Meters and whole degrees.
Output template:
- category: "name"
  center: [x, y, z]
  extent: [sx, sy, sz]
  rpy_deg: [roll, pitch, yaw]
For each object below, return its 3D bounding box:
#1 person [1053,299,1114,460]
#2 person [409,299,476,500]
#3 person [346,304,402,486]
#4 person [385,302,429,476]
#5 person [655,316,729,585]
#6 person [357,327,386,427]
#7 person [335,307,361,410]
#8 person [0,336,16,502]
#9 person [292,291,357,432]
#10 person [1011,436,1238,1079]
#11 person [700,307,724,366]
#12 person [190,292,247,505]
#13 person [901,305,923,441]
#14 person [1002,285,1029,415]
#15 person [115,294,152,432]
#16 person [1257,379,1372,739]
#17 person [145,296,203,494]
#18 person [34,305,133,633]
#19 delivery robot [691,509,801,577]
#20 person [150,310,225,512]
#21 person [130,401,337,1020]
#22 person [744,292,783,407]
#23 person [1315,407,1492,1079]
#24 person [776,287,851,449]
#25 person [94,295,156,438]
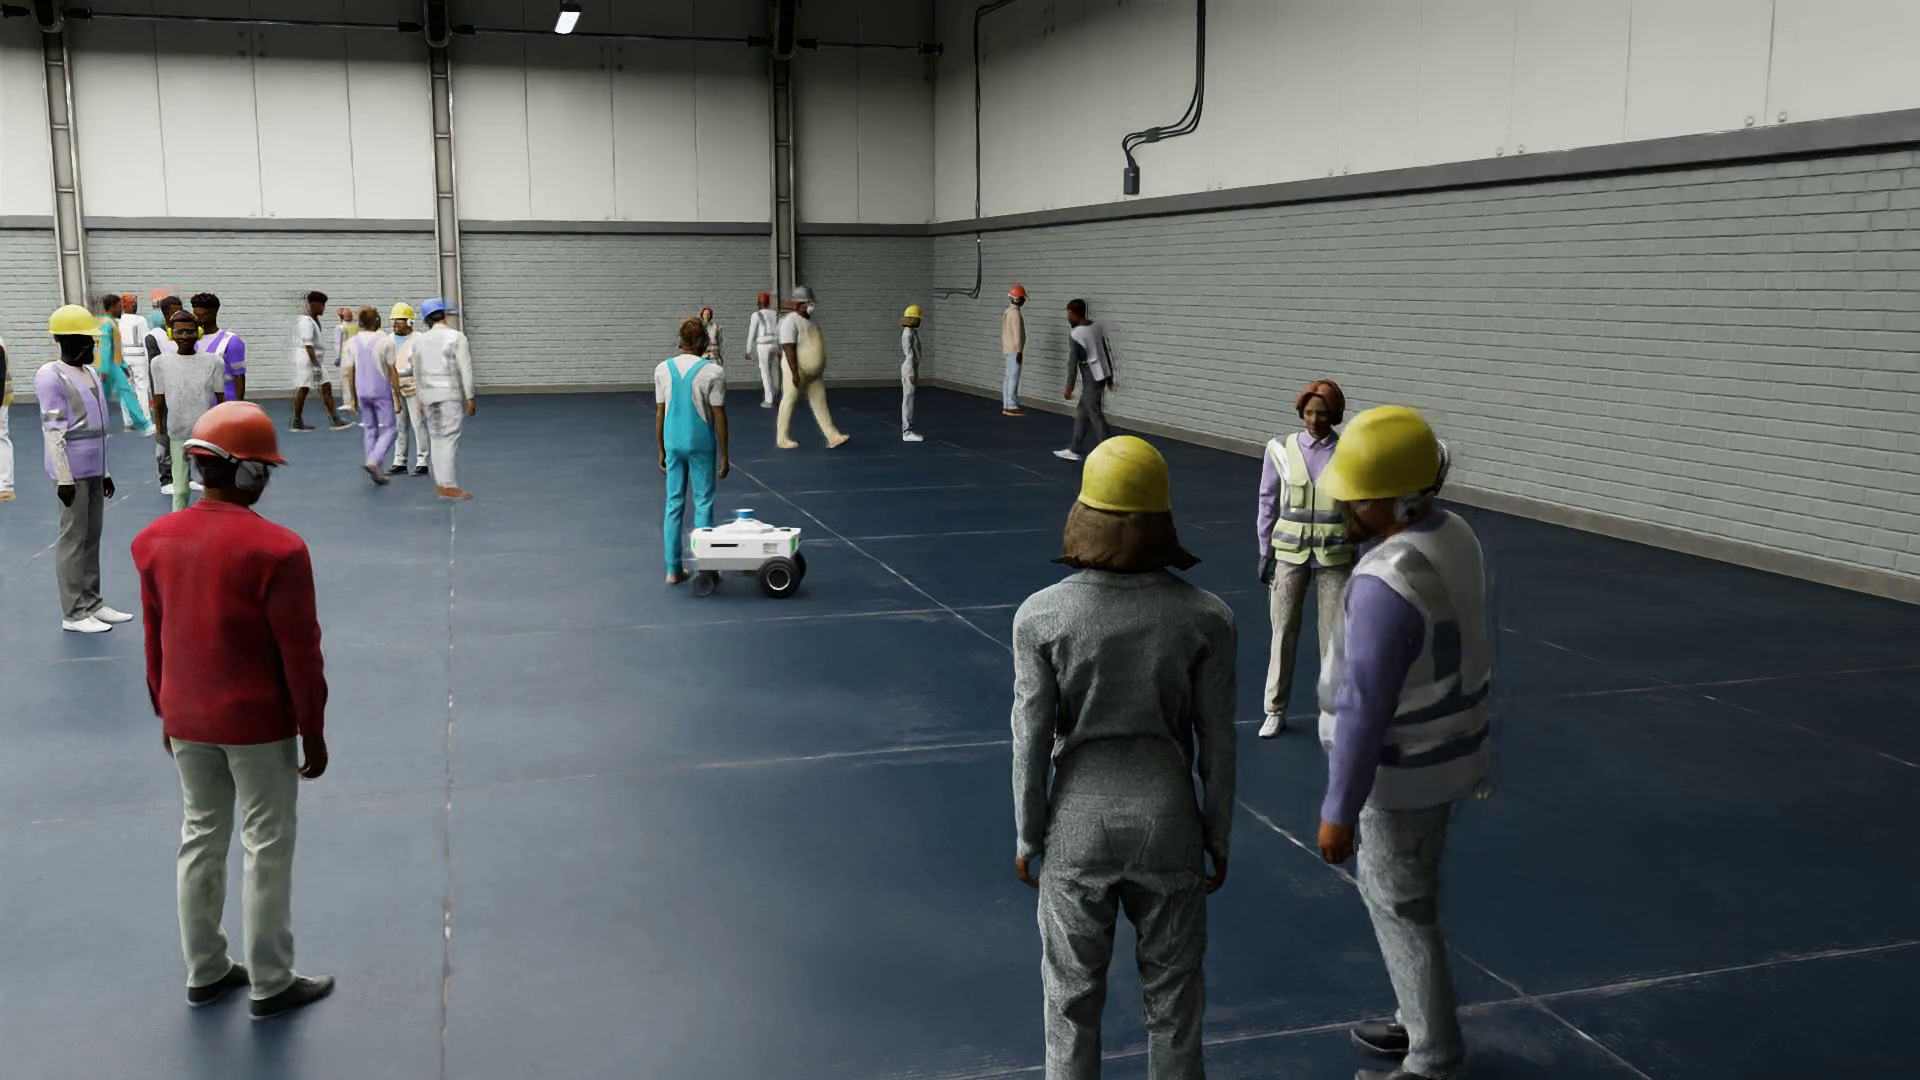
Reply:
- category: "person"
  center: [1.395, -1.783, 18.773]
  extent: [0.823, 1.857, 0.679]
  rpy_deg: [5, 10, 27]
- category: "person"
  center: [-4.916, -1.329, 15.765]
  extent: [0.682, 1.896, 0.532]
  rpy_deg: [3, 9, 19]
- category: "person"
  center: [-5.834, -1.426, 16.559]
  extent: [0.537, 1.832, 0.525]
  rpy_deg: [1, 9, 8]
- category: "person"
  center: [-5.849, -1.586, 17.581]
  extent: [0.588, 1.835, 0.404]
  rpy_deg: [3, 9, 20]
- category: "person"
  center: [-1.810, -0.594, 11.260]
  extent: [0.524, 1.834, 0.355]
  rpy_deg: [2, 9, 14]
- category: "person"
  center: [-8.291, -2.407, 23.455]
  extent: [0.507, 1.631, 0.266]
  rpy_deg: [2, 9, 14]
- category: "person"
  center: [-9.789, -2.897, 26.602]
  extent: [0.311, 1.633, 0.518]
  rpy_deg: [3, 9, 19]
- category: "person"
  center: [-9.097, -1.272, 15.557]
  extent: [0.430, 1.845, 0.624]
  rpy_deg: [-7, 11, -38]
- category: "person"
  center: [-8.690, -2.416, 22.606]
  extent: [0.948, 1.913, 0.626]
  rpy_deg: [-1, 9, -4]
- category: "person"
  center: [0.357, 0.641, 3.662]
  extent: [0.493, 1.743, 0.297]
  rpy_deg: [0, 9, 1]
- category: "person"
  center: [-4.088, -2.954, 26.937]
  extent: [0.520, 1.633, 0.313]
  rpy_deg: [-3, 9, -20]
- category: "person"
  center: [-6.652, -1.222, 14.835]
  extent: [0.614, 1.964, 0.361]
  rpy_deg: [3, 9, 18]
- category: "person"
  center: [-0.614, -2.154, 21.495]
  extent: [0.298, 1.744, 0.486]
  rpy_deg: [0, 9, 0]
- category: "person"
  center: [0.850, -2.904, 25.482]
  extent: [0.396, 1.992, 0.623]
  rpy_deg: [-2, 9, -13]
- category: "person"
  center: [-11.238, -2.400, 22.618]
  extent: [0.573, 1.883, 0.355]
  rpy_deg: [1, 9, 8]
- category: "person"
  center: [1.591, 0.094, 7.485]
  extent: [0.512, 1.639, 0.312]
  rpy_deg: [3, 9, 16]
- category: "person"
  center: [-7.631, -1.405, 16.160]
  extent: [0.375, 1.917, 0.598]
  rpy_deg: [2, 9, 14]
- category: "person"
  center: [-5.200, -0.421, 9.851]
  extent: [0.362, 1.927, 0.587]
  rpy_deg: [-1, 9, -5]
- category: "delivery robot"
  center: [-1.412, 0.038, 10.989]
  extent: [0.707, 0.478, 0.477]
  rpy_deg: [0, 9, 0]
- category: "person"
  center: [-5.544, -0.727, 12.025]
  extent: [0.510, 1.863, 0.326]
  rpy_deg: [-4, 10, -22]
- category: "person"
  center: [-2.027, 0.479, 4.706]
  extent: [0.574, 1.742, 0.356]
  rpy_deg: [3, 9, 18]
- category: "person"
  center: [-3.177, -3.089, 27.085]
  extent: [0.548, 1.864, 0.615]
  rpy_deg: [8, 12, 40]
- category: "person"
  center: [1.081, 0.558, 4.077]
  extent: [0.417, 1.778, 0.654]
  rpy_deg: [5, 10, 29]
- category: "person"
  center: [-1.854, -2.109, 20.264]
  extent: [1.021, 2.000, 0.697]
  rpy_deg: [5, 10, 30]
- category: "person"
  center: [-11.013, -2.267, 21.808]
  extent: [0.998, 1.864, 0.612]
  rpy_deg: [-4, 10, -26]
